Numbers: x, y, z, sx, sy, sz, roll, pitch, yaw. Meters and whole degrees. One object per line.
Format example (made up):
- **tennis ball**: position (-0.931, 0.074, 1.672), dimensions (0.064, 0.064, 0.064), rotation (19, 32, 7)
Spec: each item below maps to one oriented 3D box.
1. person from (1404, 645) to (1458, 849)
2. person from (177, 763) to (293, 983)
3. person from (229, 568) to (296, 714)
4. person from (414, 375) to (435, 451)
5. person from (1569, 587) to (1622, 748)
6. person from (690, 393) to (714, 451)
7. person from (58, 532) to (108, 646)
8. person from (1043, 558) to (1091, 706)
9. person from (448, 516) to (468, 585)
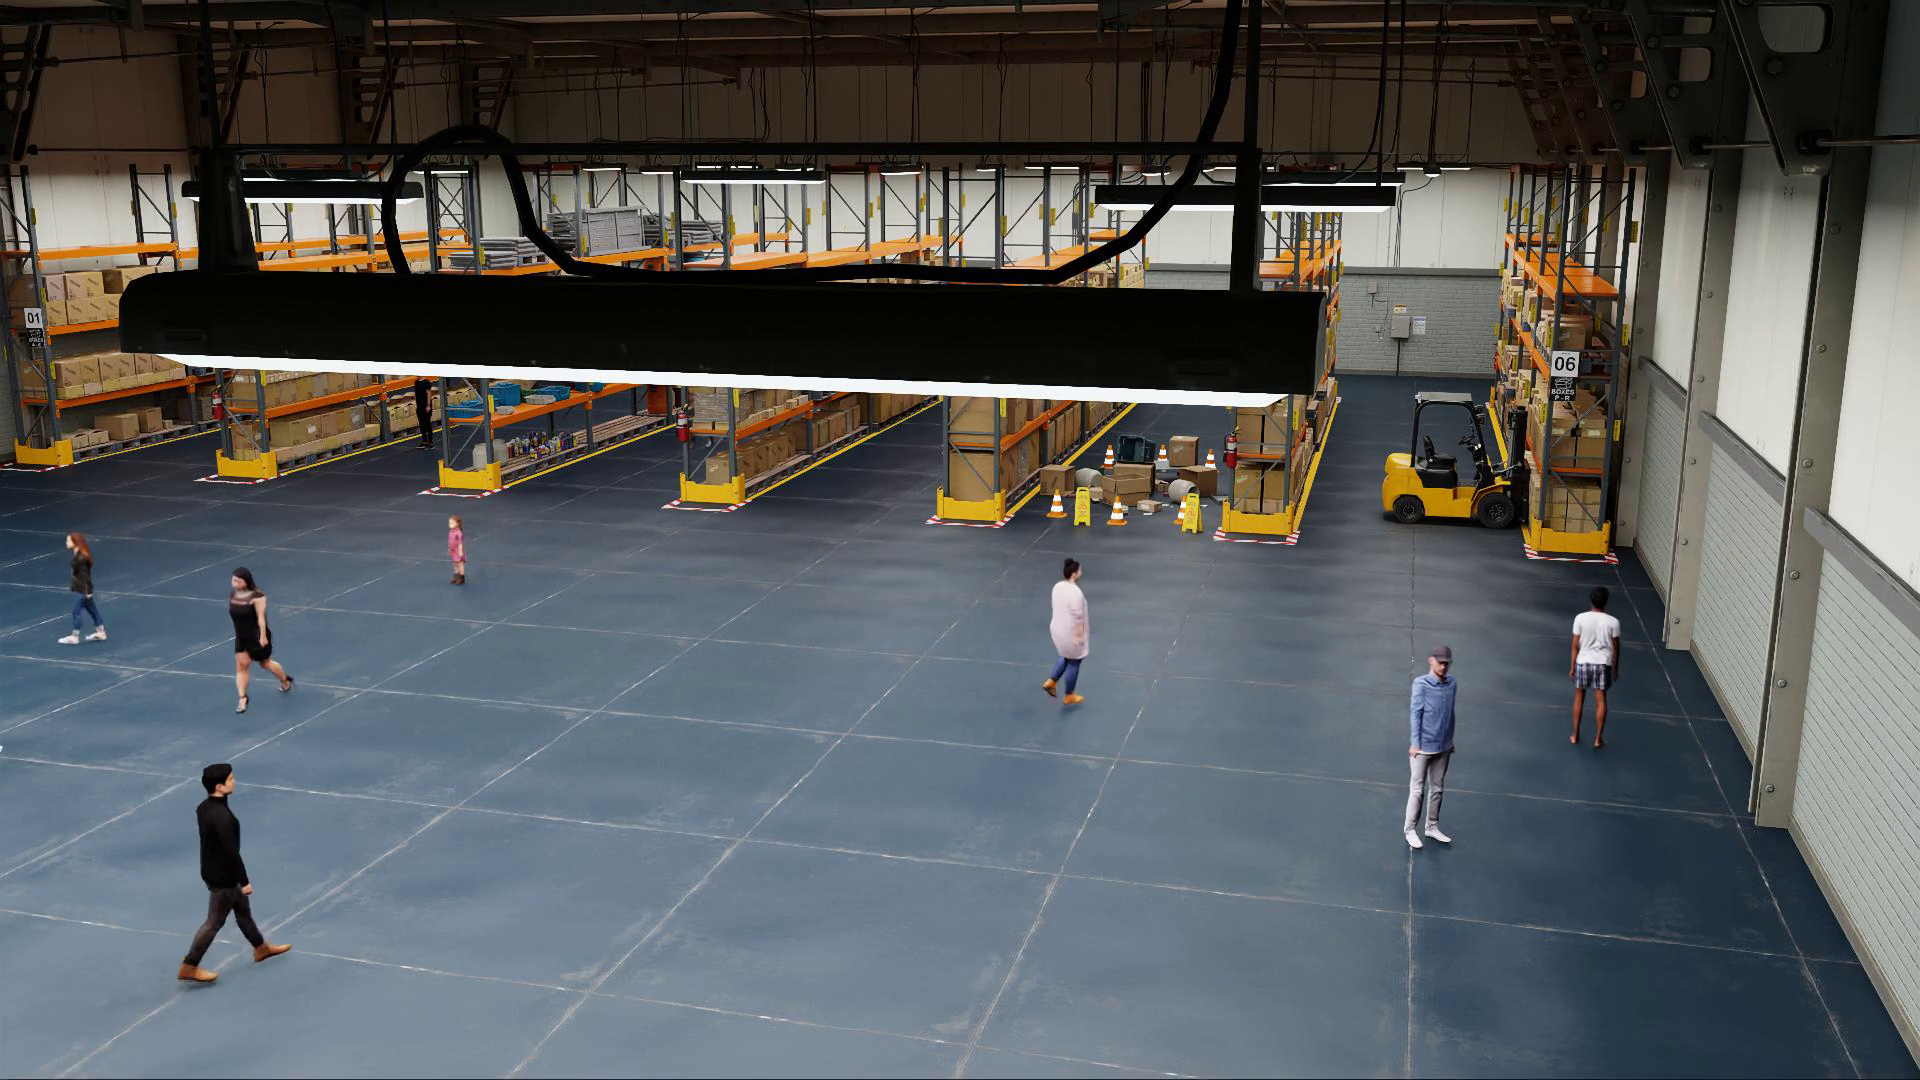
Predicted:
- **person**: position (4.320, 1.858, 15.239), dimensions (0.746, 1.884, 0.773), rotation (-5, 14, -20)
- **person**: position (-5.691, 2.558, 12.654), dimensions (1.181, 1.687, 1.071), rotation (-9, 16, -34)
- **person**: position (-8.001, 1.113, 18.943), dimensions (0.744, 1.665, 1.061), rotation (6, 15, 26)
- **person**: position (-11.540, -2.890, 35.793), dimensions (0.770, 1.862, 0.750), rotation (11, 17, 40)
- **person**: position (6.772, 1.347, 17.781), dimensions (0.680, 1.733, 0.583), rotation (6, 14, 25)
- **person**: position (-5.522, -2.781, 35.630), dimensions (0.713, 1.723, 1.210), rotation (5, 14, 22)
- **person**: position (-11.268, 0.617, 21.534), dimensions (0.903, 1.462, 0.837), rotation (-8, 15, -31)
- **person**: position (1.174, 1.058, 19.030), dimensions (0.940, 1.732, 0.880), rotation (-7, 15, -26)
- **person**: position (-7.430, 0.137, 24.582), dimensions (0.481, 1.022, 0.514), rotation (10, 16, 36)
